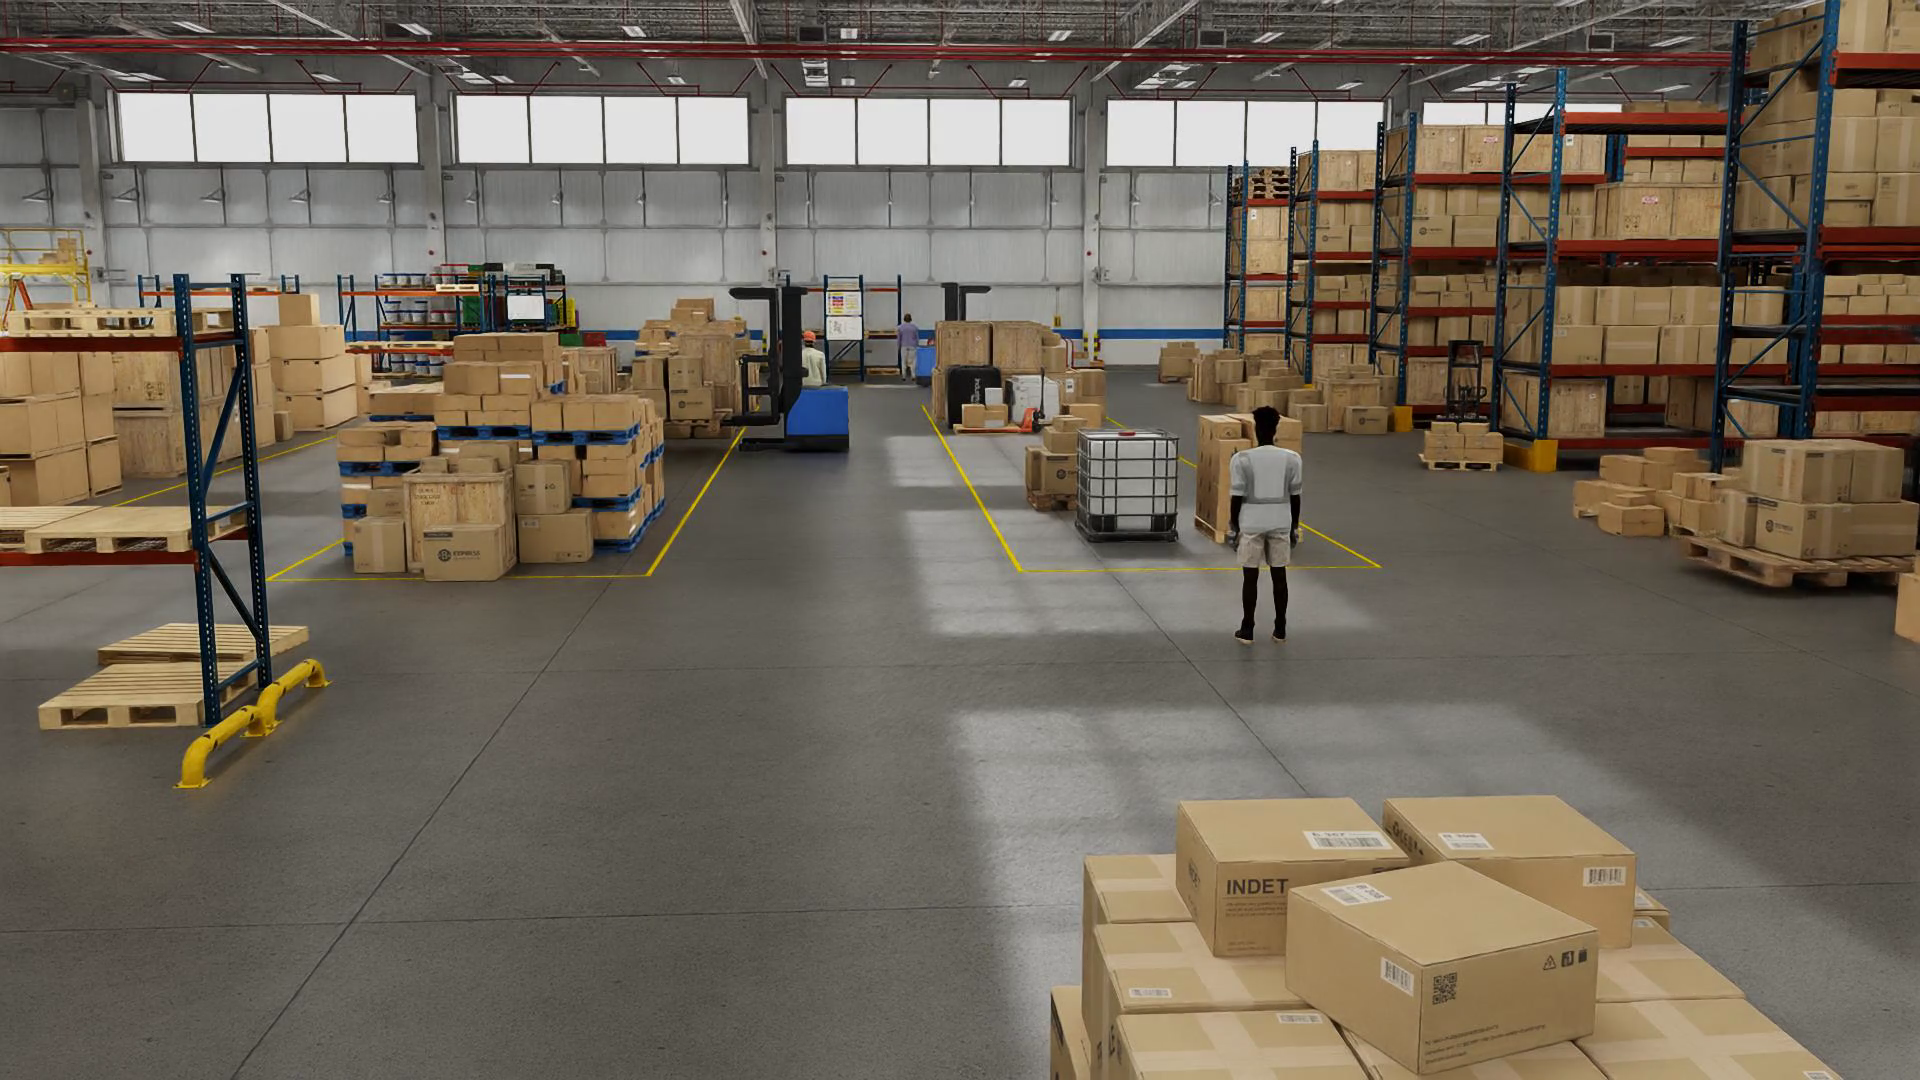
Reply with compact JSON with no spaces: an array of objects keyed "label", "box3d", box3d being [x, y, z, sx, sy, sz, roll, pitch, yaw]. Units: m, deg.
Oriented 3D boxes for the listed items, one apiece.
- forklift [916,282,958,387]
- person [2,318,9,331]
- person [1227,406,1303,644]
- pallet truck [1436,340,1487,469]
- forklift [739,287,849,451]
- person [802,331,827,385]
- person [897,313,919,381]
[{"label":"forklift","box3d":[-0.255,-5.566,44.982,1.873,2.768,1.129,-1,9,-4]},{"label":"person","box3d":[-25.406,-4.951,44.202,0.576,1.895,0.499,5,10,30]},{"label":"person","box3d":[2.490,-0.116,13.634,0.623,1.964,0.367,-1,9,-4]},{"label":"pallet truck","box3d":[8.004,-2.170,26.422,0.823,1.965,1.885,2,9,14]},{"label":"forklift","box3d":[-2.857,-2.959,28.607,1.873,2.768,1.129,-1,9,-4]},{"label":"person","box3d":[-2.759,-2.836,30.611,0.612,1.995,0.382,-1,9,-4]},{"label":"person","box3d":[-1.482,-5.476,47.366,0.630,1.940,0.372,-1,9,-4]}]
